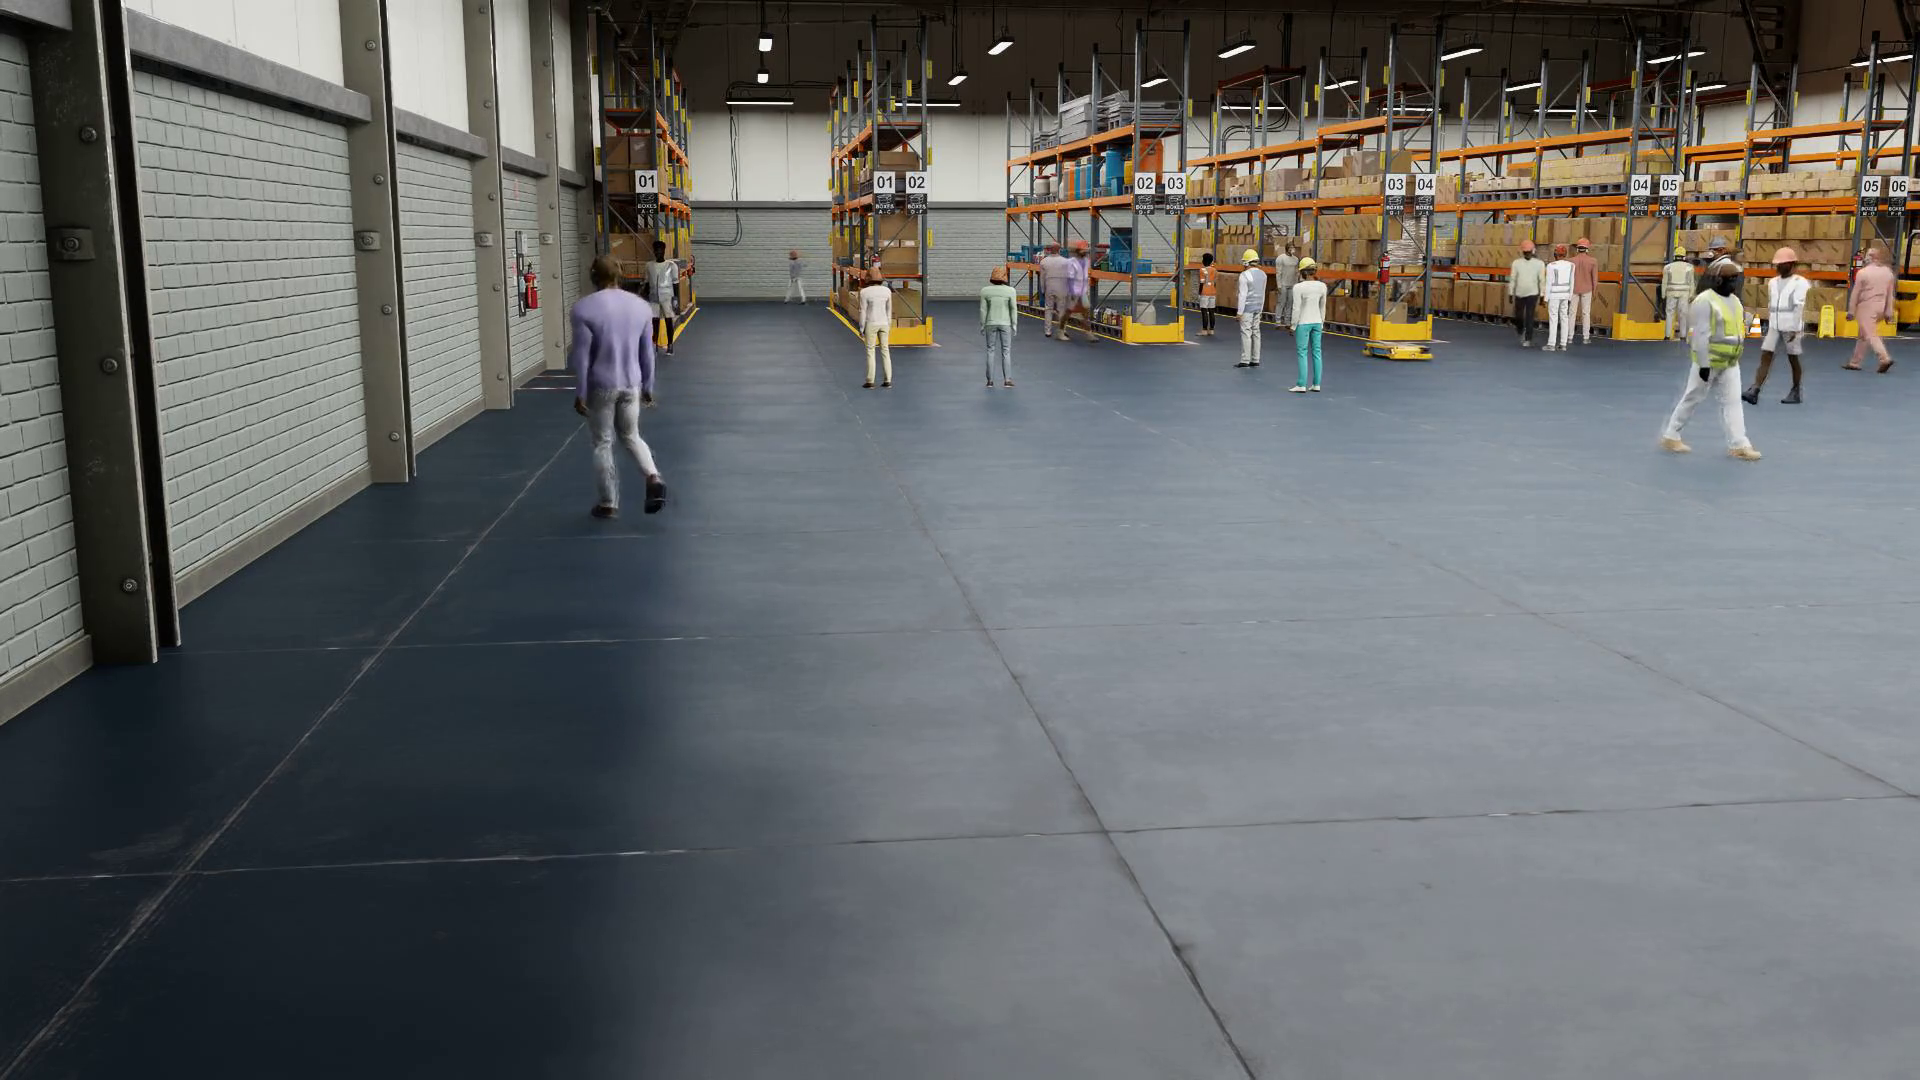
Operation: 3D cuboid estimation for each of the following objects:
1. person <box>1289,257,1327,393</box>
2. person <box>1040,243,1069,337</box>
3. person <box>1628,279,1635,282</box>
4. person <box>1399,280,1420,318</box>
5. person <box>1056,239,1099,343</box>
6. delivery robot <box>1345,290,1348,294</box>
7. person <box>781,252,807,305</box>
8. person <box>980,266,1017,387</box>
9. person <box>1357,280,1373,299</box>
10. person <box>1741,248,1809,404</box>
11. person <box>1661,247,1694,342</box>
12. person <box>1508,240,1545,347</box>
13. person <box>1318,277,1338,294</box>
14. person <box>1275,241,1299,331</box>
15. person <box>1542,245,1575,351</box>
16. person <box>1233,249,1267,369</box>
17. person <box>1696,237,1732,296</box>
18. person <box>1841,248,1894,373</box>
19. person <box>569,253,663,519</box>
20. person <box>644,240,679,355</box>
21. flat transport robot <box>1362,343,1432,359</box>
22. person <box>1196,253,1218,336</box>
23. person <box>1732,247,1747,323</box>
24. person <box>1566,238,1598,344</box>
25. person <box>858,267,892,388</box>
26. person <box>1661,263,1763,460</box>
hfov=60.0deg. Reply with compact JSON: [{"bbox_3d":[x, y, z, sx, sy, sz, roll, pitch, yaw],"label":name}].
[{"bbox_3d":[4.535,-2.801,21.723,0.522,1.761,0.321,-5,11,-25],"label":"person"},{"bbox_3d":[1.943,-5.065,33.728,0.642,1.909,0.410,4,11,19],"label":"person"},{"bbox_3d":[15.871,-6.153,39.612,0.549,1.934,0.374,-1,10,-4],"label":"person"},{"bbox_3d":[11.251,-6.498,41.618,0.565,1.887,0.970,-1,10,-7],"label":"person"},{"bbox_3d":[2.247,-4.805,32.129,0.635,1.985,1.069,-8,13,-36],"label":"person"},{"bbox_3d":[11.681,-7.339,49.643,0.707,0.478,0.477,2,10,11],"label":"delivery robot"},{"bbox_3d":[-4.924,-7.780,49.501,0.870,1.589,0.502,7,13,35],"label":"person"},{"bbox_3d":[0.523,-2.884,22.519,0.507,1.631,0.266,2,10,9],"label":"person"},{"bbox_3d":[10.662,-6.956,44.132,0.631,1.884,0.844,0,10,0],"label":"person"},{"bbox_3d":[9.900,-2.570,20.085,0.978,1.882,0.565,-5,12,-27],"label":"person"},{"bbox_3d":[13.926,-4.766,32.288,0.588,1.835,0.403,4,11,22],"label":"person"},{"bbox_3d":[10.525,-4.582,30.908,0.658,1.971,0.572,5,12,26],"label":"person"},{"bbox_3d":[9.673,-6.765,43.778,0.556,1.624,0.415,0,10,-1],"label":"person"},{"bbox_3d":[7.080,-5.491,36.018,0.627,1.934,0.359,-7,13,-34],"label":"person"},{"bbox_3d":[10.673,-4.314,29.683,0.572,1.882,0.356,-3,11,-17],"label":"person"},{"bbox_3d":[4.448,-3.545,25.596,0.600,1.831,0.404,-10,14,-43],"label":"person"},{"bbox_3d":[12.467,-4.001,27.527,0.535,2.000,0.680,2,11,12],"label":"person"},{"bbox_3d":[13.730,-3.452,25.006,0.629,1.872,0.958,-4,11,-22],"label":"person"},{"bbox_3d":[-2.427,-1.076,11.847,0.640,1.923,0.670,-9,13,-39],"label":"person"},{"bbox_3d":[-5.122,-4.145,28.519,0.602,1.967,0.370,2,10,10],"label":"person"},{"bbox_3d":[7.326,-3.185,27.903,0.652,0.197,1.431,-1,11,-7],"label":"flat transport robot"},{"bbox_3d":[5.046,-5.013,34.020,0.316,1.696,0.541,10,14,44],"label":"person"},{"bbox_3d":[13.931,-4.339,29.945,0.549,1.835,0.424,-8,13,-38],"label":"person"},{"bbox_3d":[11.822,-4.736,31.686,0.608,1.995,0.377,4,11,22],"label":"person"},{"bbox_3d":[-1.138,-2.853,22.385,0.500,1.626,0.299,-7,12,-32],"label":"person"},{"bbox_3d":[6.963,-1.651,15.360,0.640,1.797,0.980,-6,12,-29],"label":"person"}]
